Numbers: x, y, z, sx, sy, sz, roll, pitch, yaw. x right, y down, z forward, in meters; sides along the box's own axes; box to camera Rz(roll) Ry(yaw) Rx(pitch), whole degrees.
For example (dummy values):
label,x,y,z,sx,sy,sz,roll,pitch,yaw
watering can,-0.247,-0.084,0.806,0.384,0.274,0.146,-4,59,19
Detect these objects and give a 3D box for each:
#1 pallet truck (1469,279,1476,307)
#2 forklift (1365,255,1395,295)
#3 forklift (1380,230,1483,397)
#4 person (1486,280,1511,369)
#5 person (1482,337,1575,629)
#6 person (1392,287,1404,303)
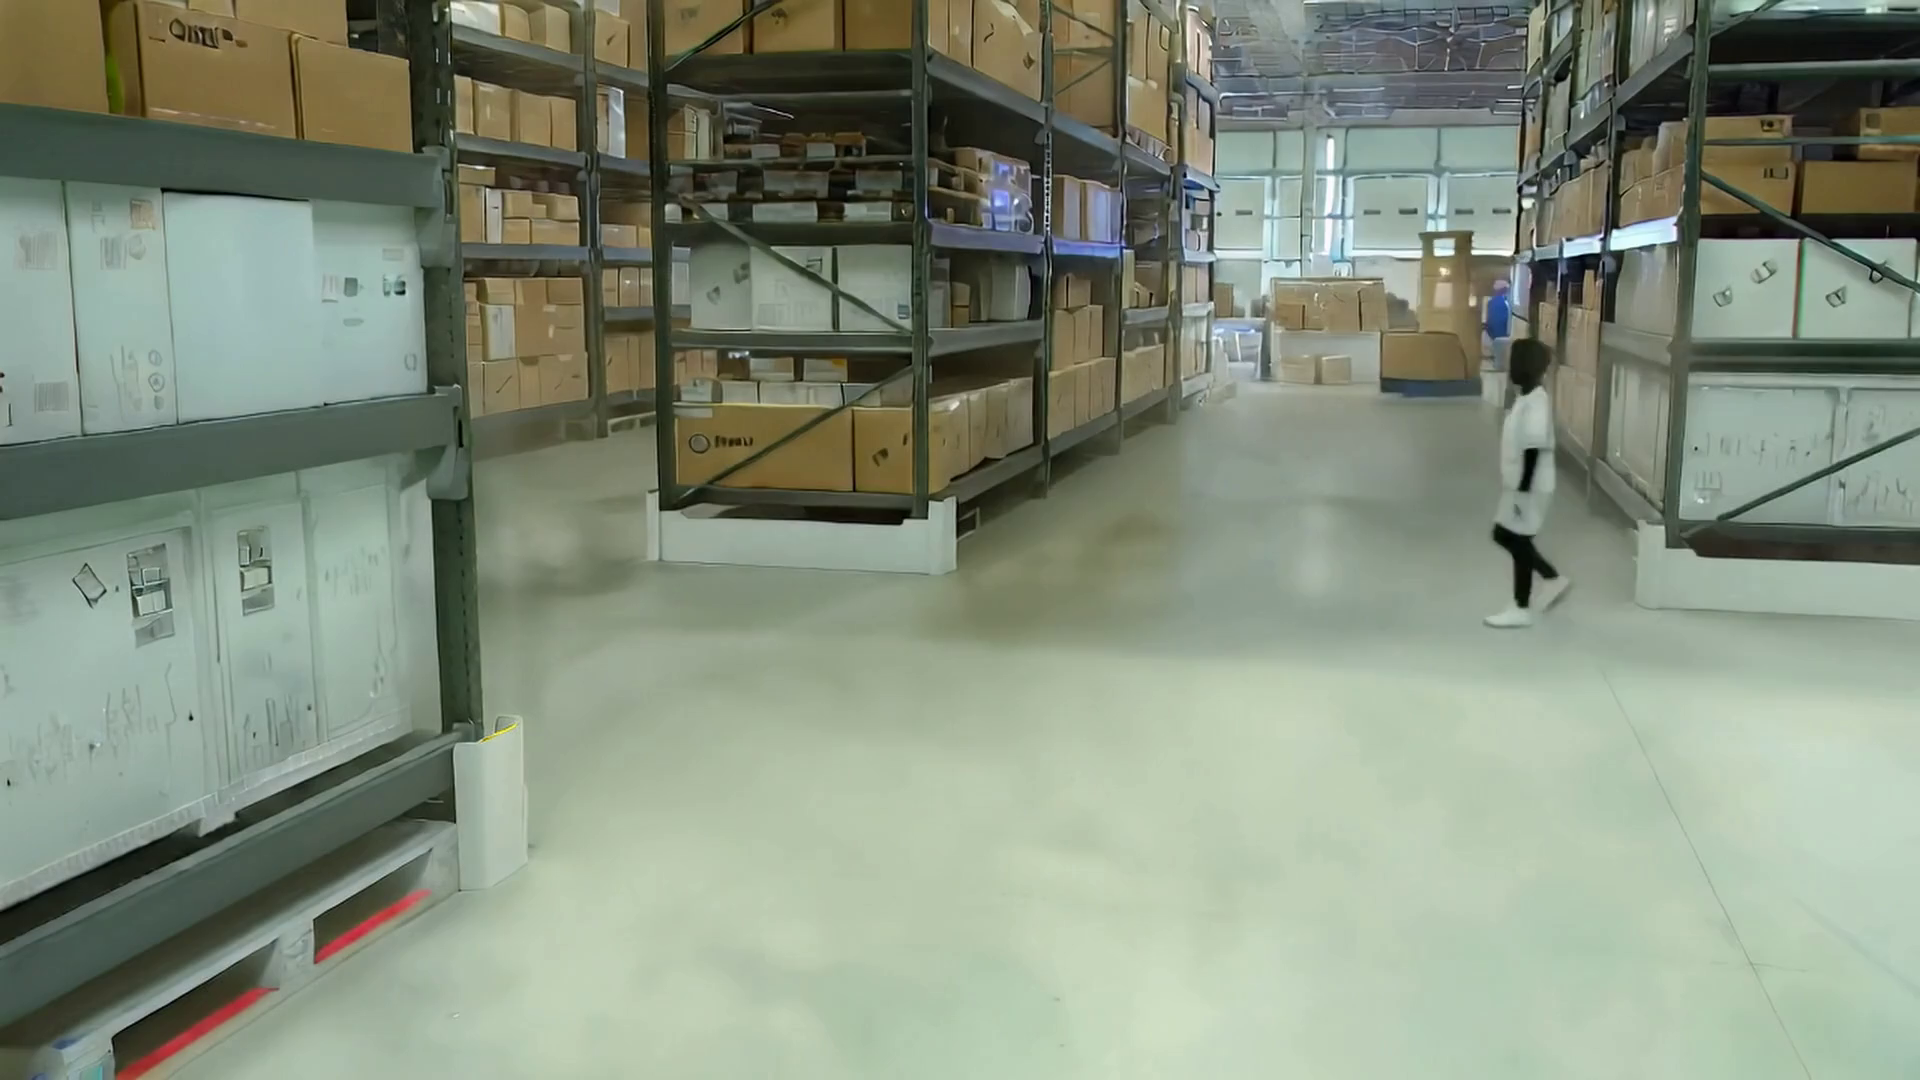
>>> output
label,x,y,z,sx,sy,sz,roll,pitch,yaw
pallet truck,18.896,-8.459,60.307,1.885,1.965,0.823,5,10,31
forklift,14.311,-8.354,56.850,1.129,2.768,1.873,-2,9,-11
forklift,8.263,-3.887,28.469,1.873,2.768,1.129,-5,10,-30
person,9.704,-3.685,29.987,0.378,1.995,0.612,-1,9,-7
person,3.279,-0.317,9.544,0.427,1.684,0.550,2,9,14
person,9.666,-4.695,36.917,0.430,1.837,0.620,-1,9,-6
